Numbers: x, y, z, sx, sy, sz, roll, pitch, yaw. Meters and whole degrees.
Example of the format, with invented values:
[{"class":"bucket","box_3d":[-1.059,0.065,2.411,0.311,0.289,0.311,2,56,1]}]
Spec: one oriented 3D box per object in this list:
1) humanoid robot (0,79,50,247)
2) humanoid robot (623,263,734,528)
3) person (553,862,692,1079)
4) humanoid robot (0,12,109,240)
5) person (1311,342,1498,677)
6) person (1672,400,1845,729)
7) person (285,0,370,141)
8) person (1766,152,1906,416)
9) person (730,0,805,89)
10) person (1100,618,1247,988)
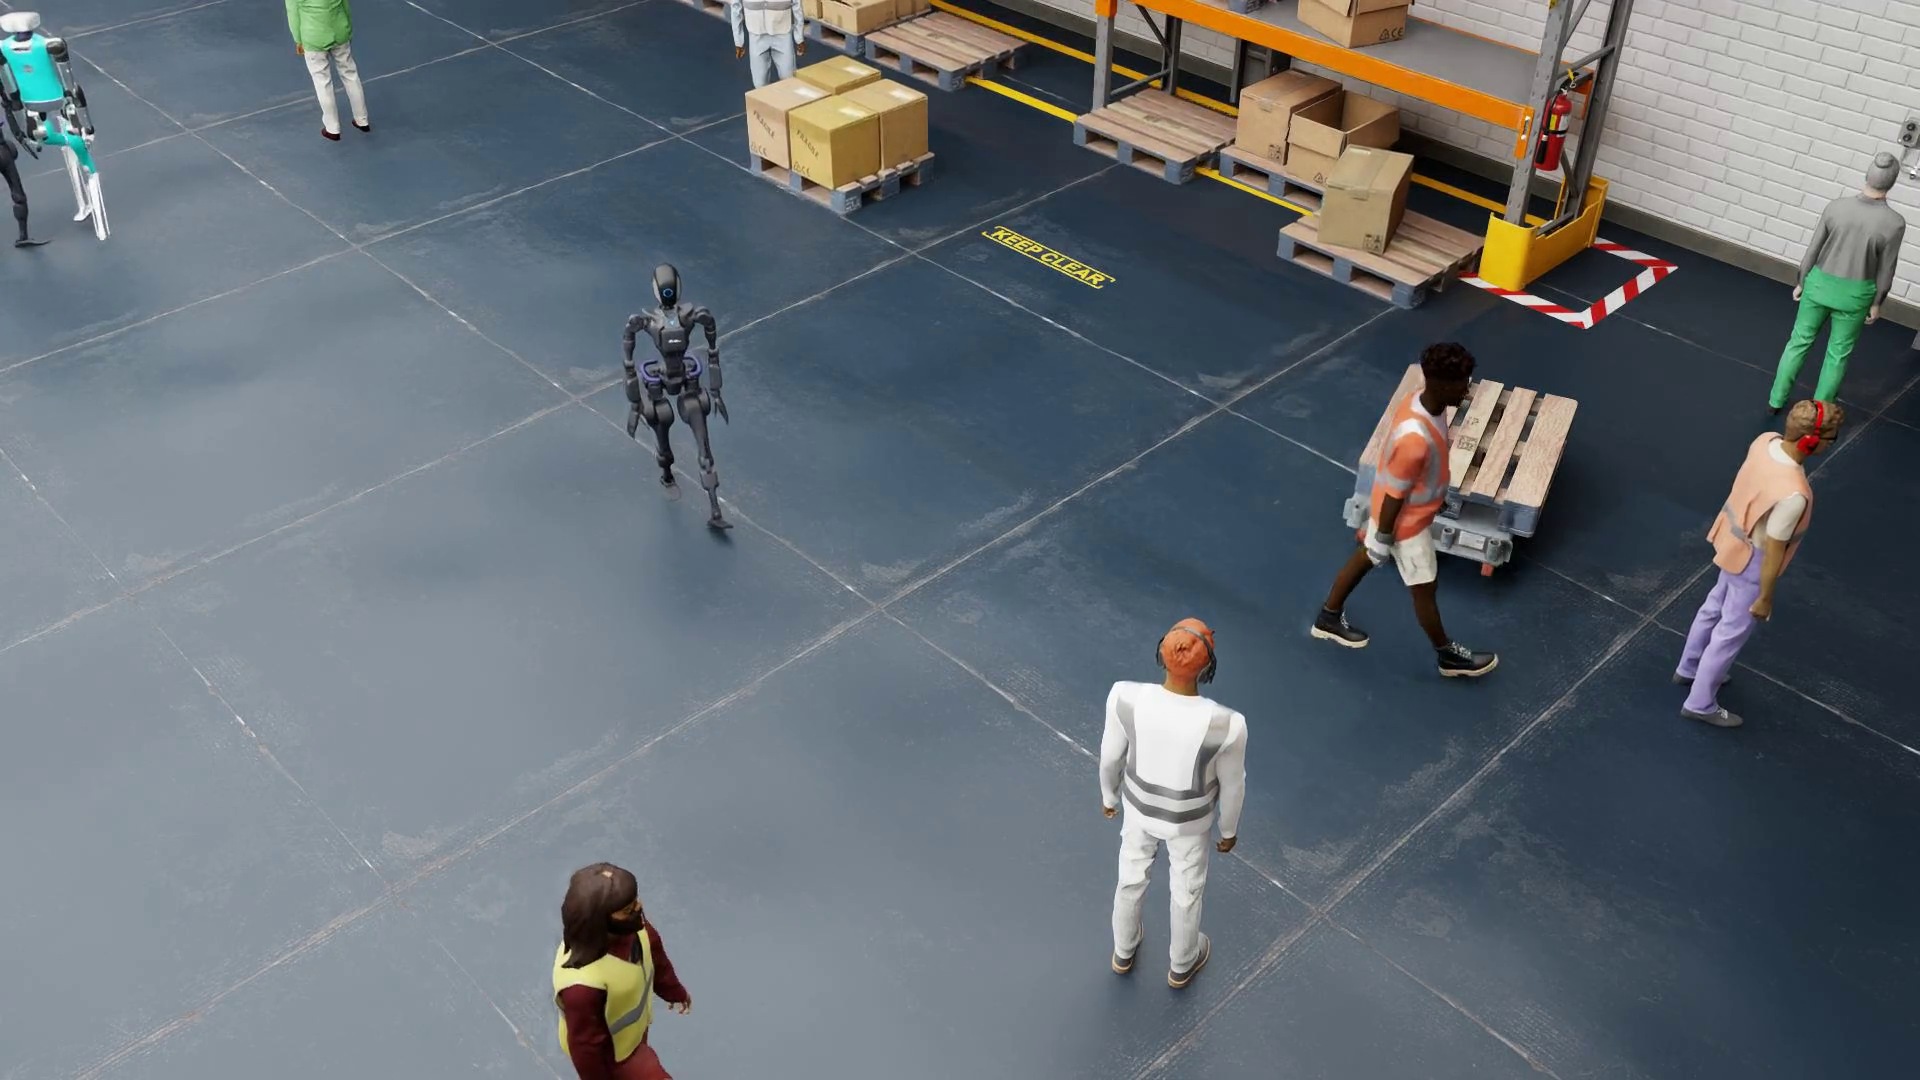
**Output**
[{"class":"humanoid robot","box_3d":[-7.178,-2.892,12.199,0.464,1.647,0.614,18,41,23]},{"class":"humanoid robot","box_3d":[-1.625,-0.812,9.478,0.585,1.618,0.807,-13,39,-16]},{"class":"person","box_3d":[-1.123,1.773,5.964,0.717,1.746,0.483,2,37,3]},{"class":"humanoid robot","box_3d":[-6.737,-3.150,12.503,0.540,1.800,0.790,-6,37,-8]},{"class":"person","box_3d":[2.338,-0.150,8.364,0.990,1.908,0.628,12,39,15]},{"class":"person","box_3d":[3.836,0.110,8.089,0.379,1.836,0.564,5,37,7]},{"class":"person","box_3d":[-5.308,-4.231,13.891,0.389,1.778,0.535,30,46,33]},{"class":"person","box_3d":[5.445,-1.550,10.279,0.527,1.842,0.327,26,44,30]},{"class":"person","box_3d":[-1.572,-4.154,13.679,0.596,1.907,0.410,-1,37,-2]},{"class":"person","box_3d":[0.849,1.092,6.748,0.582,1.882,0.339,13,39,17]}]
